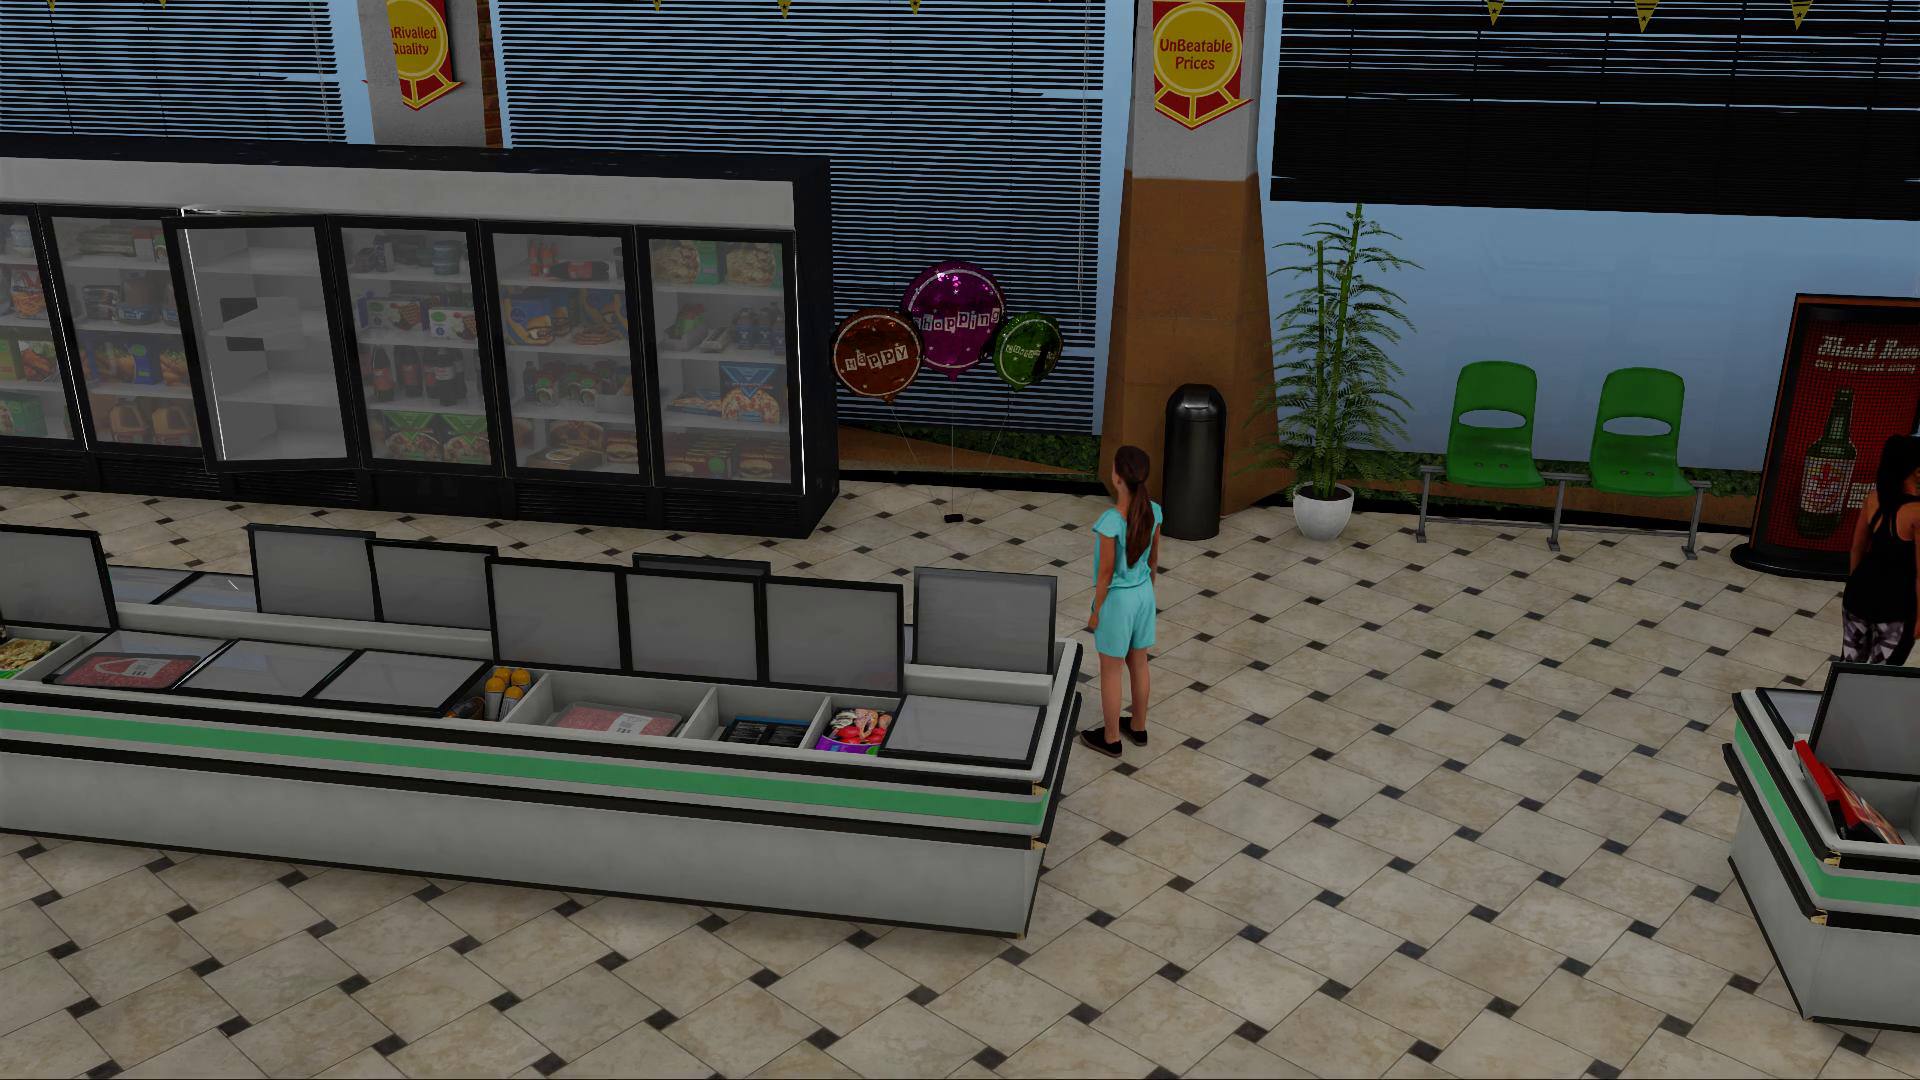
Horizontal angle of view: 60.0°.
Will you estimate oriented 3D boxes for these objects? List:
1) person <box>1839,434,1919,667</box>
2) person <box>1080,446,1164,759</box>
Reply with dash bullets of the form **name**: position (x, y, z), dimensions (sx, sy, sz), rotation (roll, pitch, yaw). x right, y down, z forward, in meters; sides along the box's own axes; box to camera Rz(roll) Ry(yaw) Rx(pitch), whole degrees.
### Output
- **person**: position (4.325, 0.289, 7.799), dimensions (0.658, 1.661, 0.652), rotation (-7, 23, -17)
- **person**: position (0.786, 0.288, 7.938), dimensions (0.647, 1.558, 0.707), rotation (-15, 26, -32)
